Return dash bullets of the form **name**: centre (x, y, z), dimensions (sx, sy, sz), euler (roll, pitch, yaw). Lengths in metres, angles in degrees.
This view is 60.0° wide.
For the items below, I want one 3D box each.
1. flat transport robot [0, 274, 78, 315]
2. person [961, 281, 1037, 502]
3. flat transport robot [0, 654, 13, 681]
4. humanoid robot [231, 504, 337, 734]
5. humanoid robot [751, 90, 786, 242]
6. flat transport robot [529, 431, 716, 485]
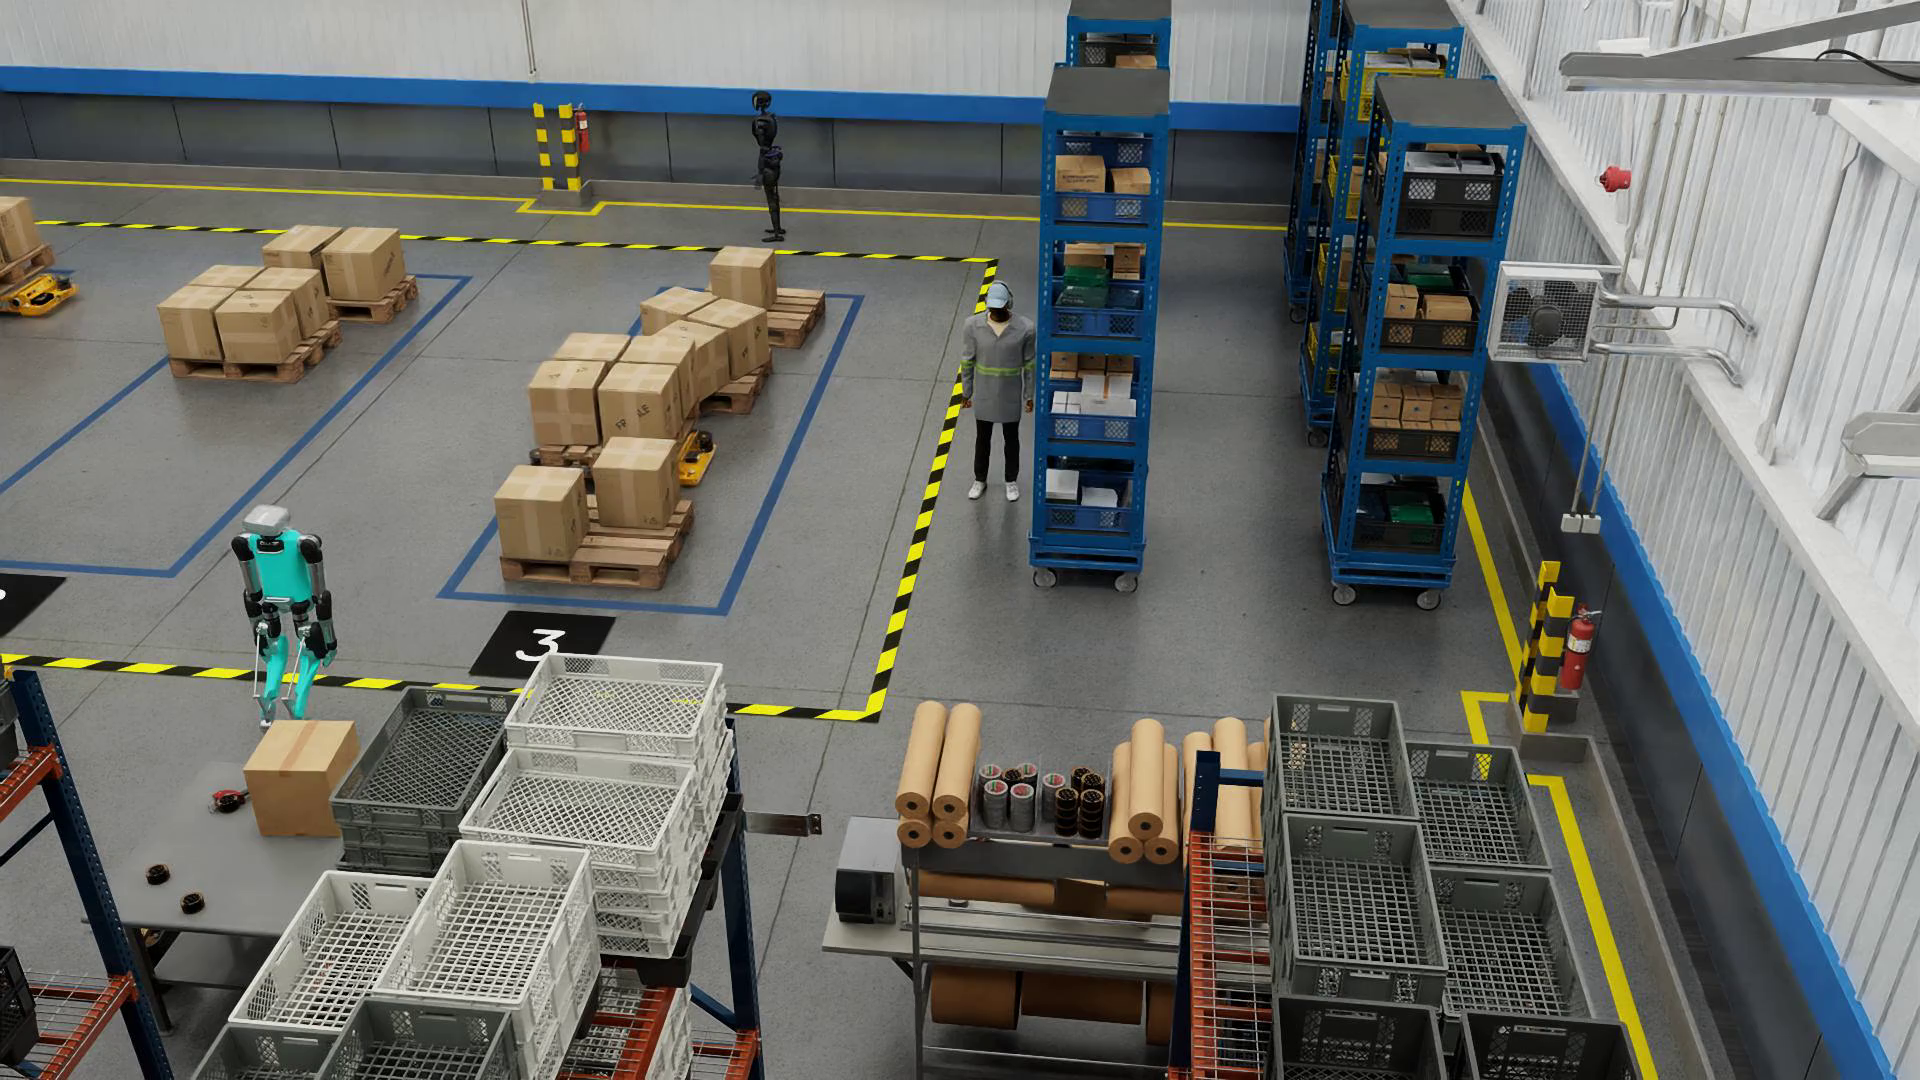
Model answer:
- **flat transport robot**: centre (-9.904, -2.542, 17.012), dimensions (1.431, 0.197, 0.652), euler (3, 30, 6)
- **person**: centre (0.298, -1.162, 13.095), dimensions (0.598, 1.850, 0.387), euler (4, 30, 6)
- **flat transport robot**: centre (-7.142, 0.969, 11.010), dimensions (1.431, 0.231, 0.659), euler (3, 30, 6)
- **humanoid robot**: centre (-4.067, 0.661, 9.945), dimensions (0.533, 1.677, 0.735), euler (3, 30, 5)
- **humanoid robot**: centre (-2.124, -4.127, 18.347), dimensions (0.315, 1.657, 0.599), euler (2, 30, 4)
- **flat transport robot**: centre (-2.814, -0.722, 13.886), dimensions (1.431, 0.197, 0.652), euler (3, 30, 6)
